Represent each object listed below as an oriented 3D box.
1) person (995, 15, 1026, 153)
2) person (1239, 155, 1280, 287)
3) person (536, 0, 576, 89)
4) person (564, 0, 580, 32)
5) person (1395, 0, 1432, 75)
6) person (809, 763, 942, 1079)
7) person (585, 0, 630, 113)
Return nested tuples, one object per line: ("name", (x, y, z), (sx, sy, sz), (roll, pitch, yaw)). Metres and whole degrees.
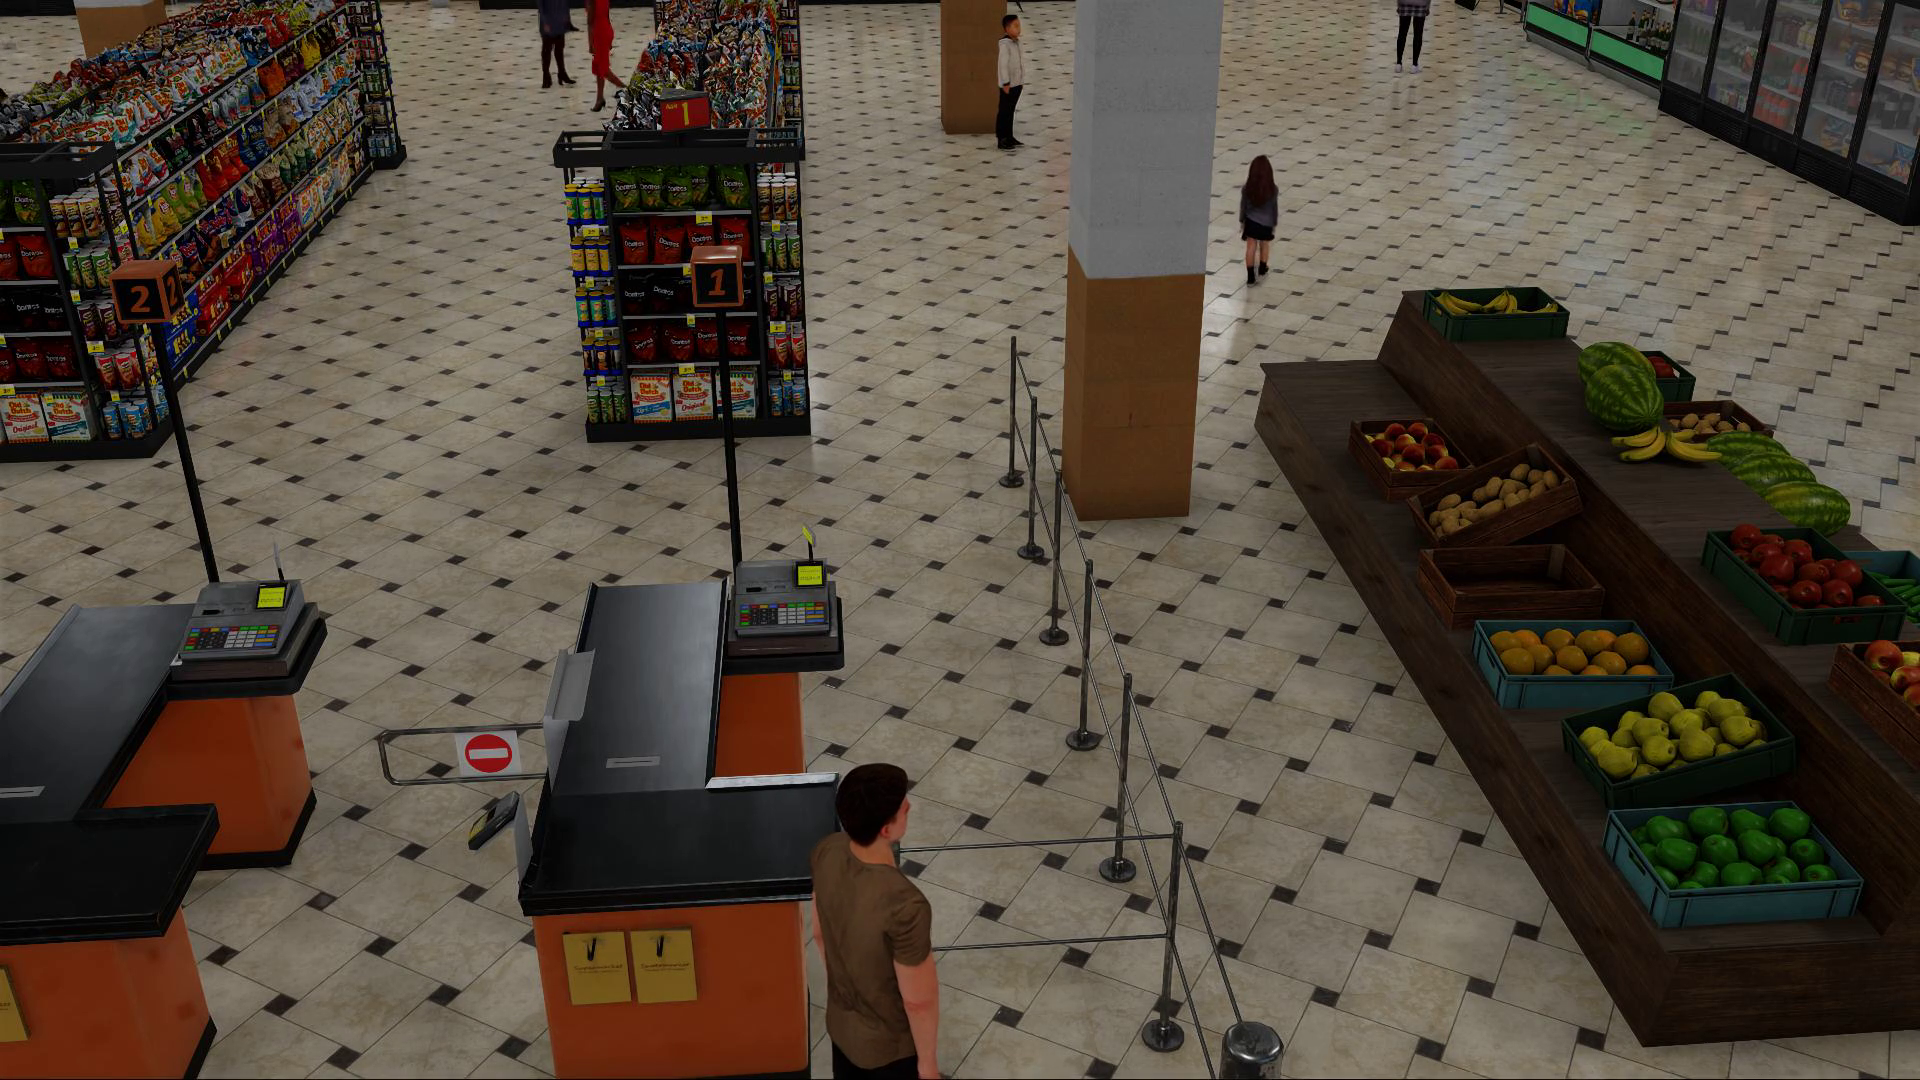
("person", (0.545, -5.073, 18.430), (0.719, 1.455, 0.618), (13, 30, 25))
("person", (2.534, -2.704, 14.162), (0.598, 1.089, 0.727), (7, 28, 13))
("person", (-5.213, -6.693, 21.364), (0.822, 1.690, 0.723), (9, 28, 17))
("person", (-5.989, -8.502, 25.044), (0.714, 1.588, 0.556), (-14, 30, -25))
("person", (6.043, -7.144, 22.163), (0.698, 1.771, 0.708), (13, 30, 23))
("person", (-0.259, 1.474, 5.082), (0.808, 1.851, 0.711), (-21, 34, -36))
("person", (-4.210, -5.939, 19.841), (0.911, 1.723, 1.010), (10, 29, 19))
